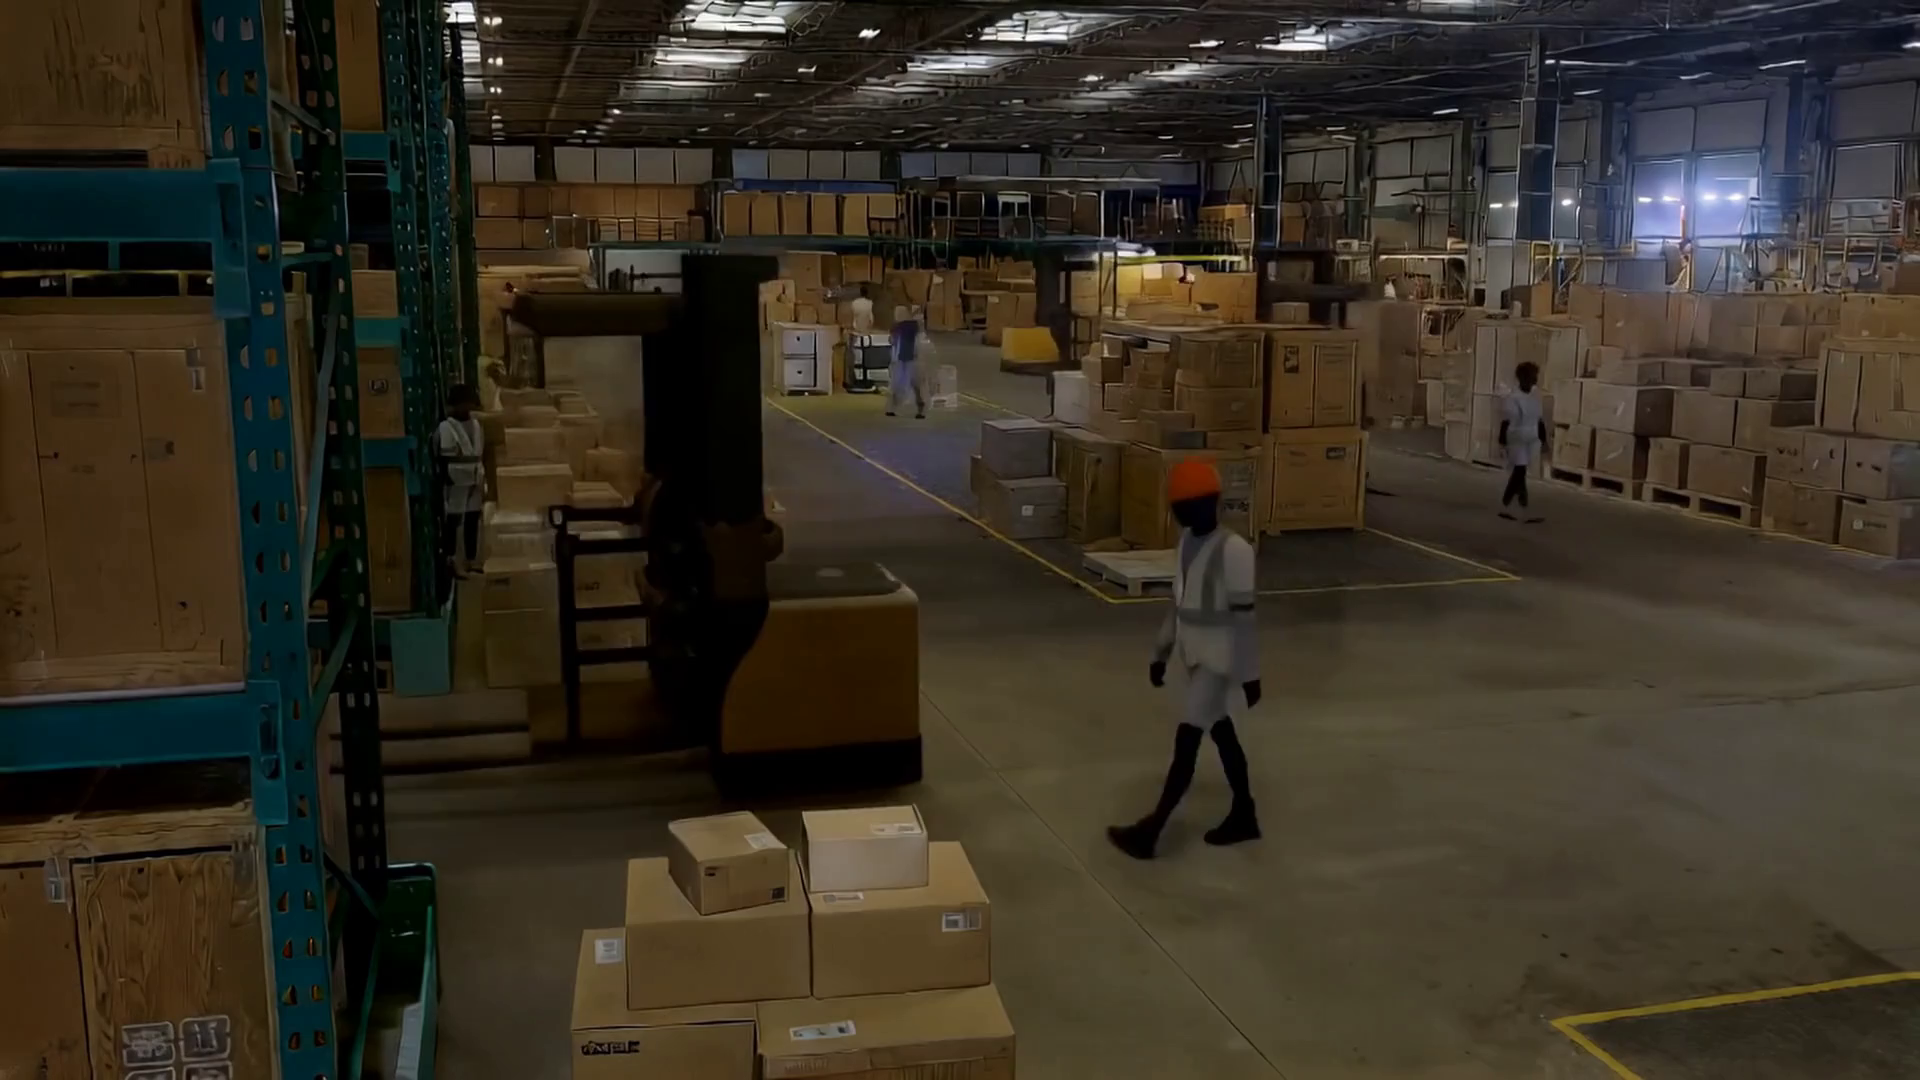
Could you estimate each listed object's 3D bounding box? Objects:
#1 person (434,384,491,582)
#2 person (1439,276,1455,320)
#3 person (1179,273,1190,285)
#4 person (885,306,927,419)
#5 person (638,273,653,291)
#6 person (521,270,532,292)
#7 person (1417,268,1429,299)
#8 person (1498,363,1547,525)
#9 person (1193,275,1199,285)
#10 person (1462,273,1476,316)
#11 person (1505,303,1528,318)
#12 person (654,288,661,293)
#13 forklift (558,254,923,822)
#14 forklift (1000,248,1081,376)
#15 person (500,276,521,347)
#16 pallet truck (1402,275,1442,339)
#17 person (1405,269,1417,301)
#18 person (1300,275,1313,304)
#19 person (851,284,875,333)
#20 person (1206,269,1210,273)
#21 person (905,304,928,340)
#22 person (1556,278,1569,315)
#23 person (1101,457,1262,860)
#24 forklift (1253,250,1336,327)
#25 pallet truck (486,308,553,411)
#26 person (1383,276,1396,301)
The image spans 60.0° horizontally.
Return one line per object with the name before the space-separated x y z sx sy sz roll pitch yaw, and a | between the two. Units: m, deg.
person | -4.281 -0.501 14.357 0.321 1.697 0.529 6 12 30
person | 15.815 -7.635 54.135 0.396 1.920 0.586 -8 13 -40
person | 8.403 -9.065 62.364 0.354 1.877 0.574 -6 12 -30
person | -0.893 -2.949 27.699 0.644 1.895 1.005 -8 13 -38
person | -12.195 -9.426 64.547 0.621 1.819 0.426 -1 10 -8
person | -21.016 -12.219 80.673 0.503 1.717 0.519 -5 11 -28
person | 21.509 -11.646 76.959 0.604 1.873 0.877 -4 11 -21
person | 5.879 -1.003 17.256 0.549 1.662 0.712 -6 12 -31
person | 8.276 -8.281 57.920 0.424 1.867 0.614 8 13 39
person | 19.611 -9.346 64.067 0.520 1.840 0.732 1 10 7
person | 10.541 -3.599 31.579 0.642 1.817 0.827 2 10 14
person | -8.795 -6.414 47.904 0.501 1.678 0.544 6 12 32
forklift | -1.213 -0.097 8.725 1.873 2.768 1.129 -3 10 -15
forklift | 1.924 -5.066 36.860 1.873 2.768 1.129 -3 10 -15
person | -12.797 -6.515 47.460 0.632 2.032 0.420 4 11 24
pallet truck | 14.620 -7.324 52.145 0.823 1.965 1.885 8 13 40
person | 20.796 -11.529 76.482 0.640 1.817 0.668 -4 11 -20
person | 10.185 -6.699 48.485 0.535 2.000 0.674 1 10 8
person | -2.356 -5.334 41.004 0.629 1.945 0.600 -9 13 -40
person | 12.181 -12.393 81.462 0.552 1.777 1.015 10 14 44
person | -0.961 -4.286 35.958 0.523 1.638 0.311 -1 10 -4
person | 18.376 -7.014 50.623 0.700 1.916 0.633 10 14 44
person | 1.049 0.561 7.805 0.965 1.885 0.556 -4 11 -20
forklift | 3.971 -2.092 20.022 1.129 2.768 1.873 -3 10 -15
pallet truck | -6.242 -2.418 24.362 0.823 1.965 1.885 1 10 3
person | 13.986 -7.681 54.404 0.900 1.921 0.609 8 13 37
